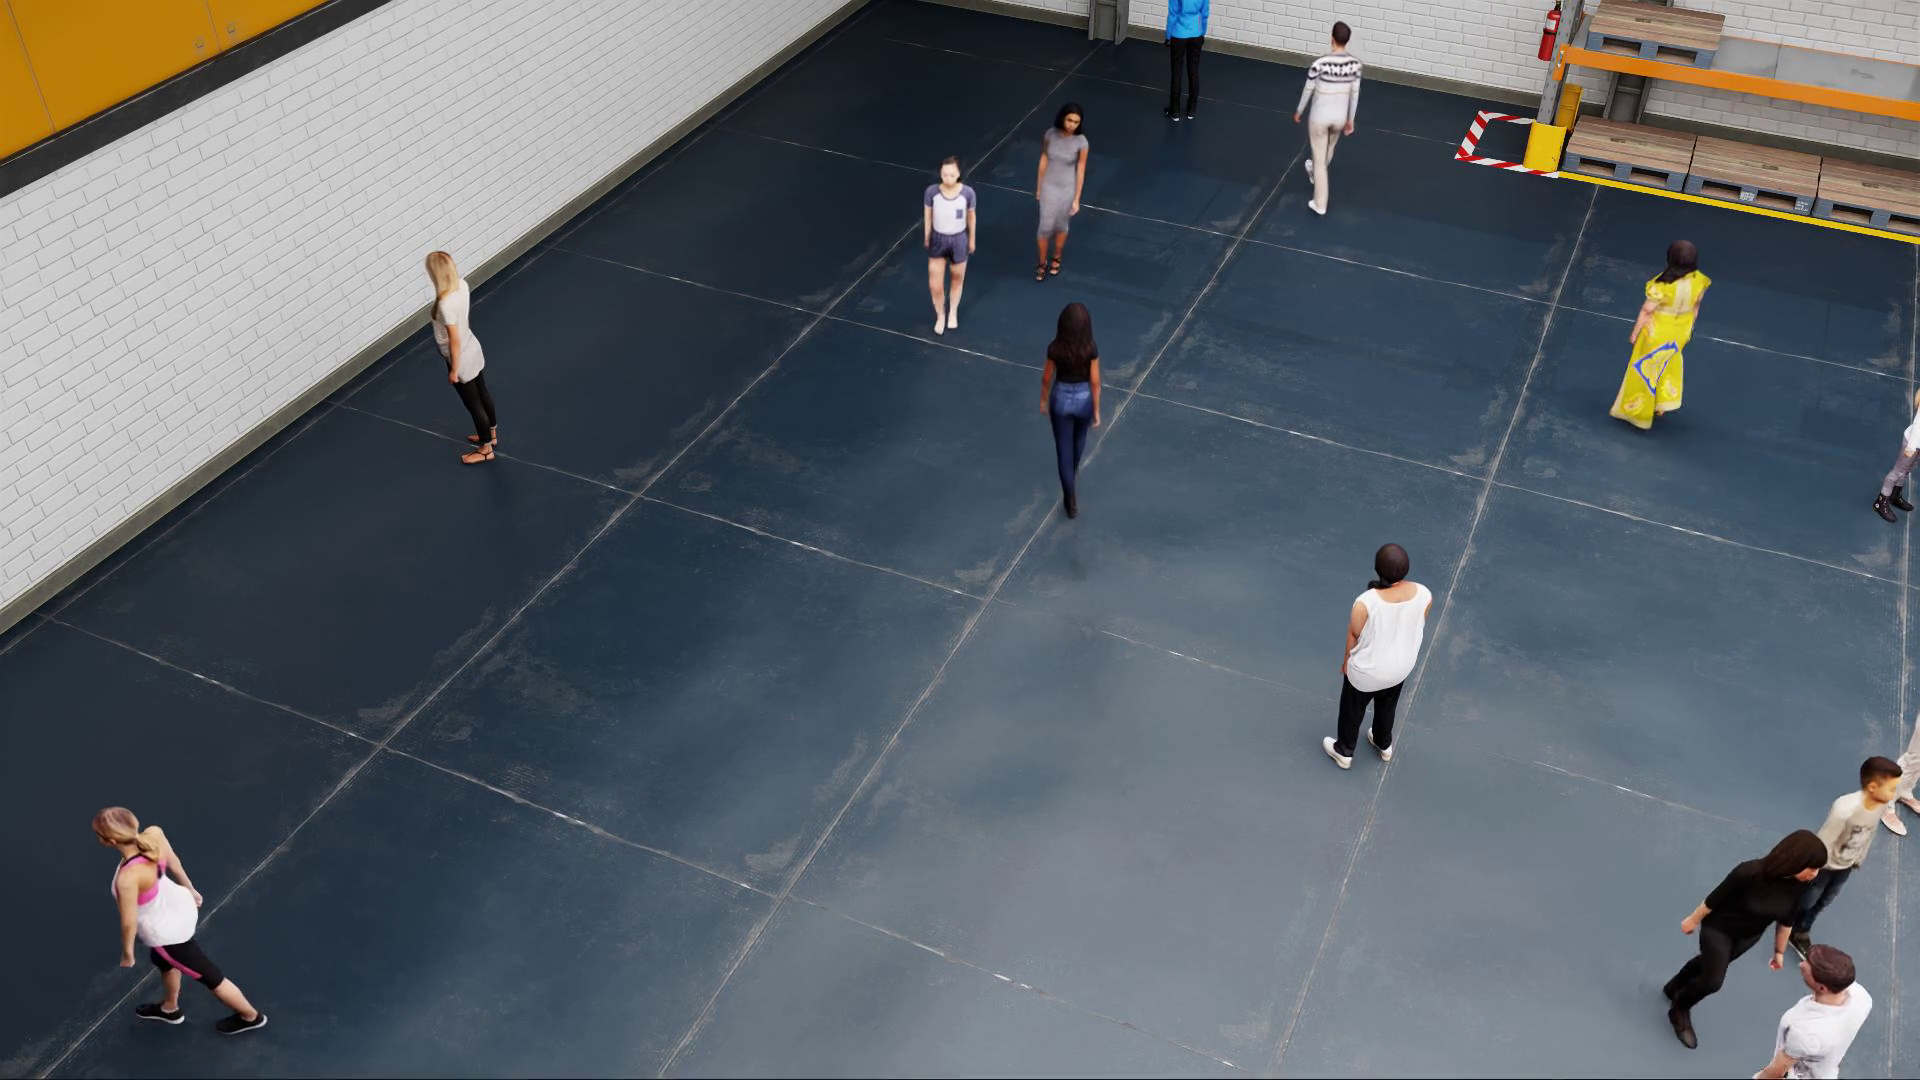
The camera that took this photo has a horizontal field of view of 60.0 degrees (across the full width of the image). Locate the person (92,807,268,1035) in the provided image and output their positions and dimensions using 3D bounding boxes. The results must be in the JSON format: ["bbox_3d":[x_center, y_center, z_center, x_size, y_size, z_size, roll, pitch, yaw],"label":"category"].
[{"bbox_3d":[-3.993,2.015,8.620,1.048,1.762,0.877,-2,39,-3],"label":"person"}]

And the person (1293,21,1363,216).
[{"bbox_3d":[3.598,-4.057,16.177,1.180,1.819,1.185,-9,39,-11],"label":"person"}]

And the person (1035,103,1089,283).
[{"bbox_3d":[0.896,-3.172,15.122,0.639,1.754,0.729,19,42,22],"label":"person"}]

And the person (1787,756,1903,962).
[{"bbox_3d":[4.791,1.716,9.245,0.824,1.449,0.888,-13,40,-16],"label":"person"}]

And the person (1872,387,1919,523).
[{"bbox_3d":[7.180,-0.754,12.475,0.574,1.279,0.614,-24,45,-27],"label":"person"}]

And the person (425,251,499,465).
[{"bbox_3d":[-3.835,-1.424,12.877,0.664,1.823,0.672,0,39,0],"label":"person"}]

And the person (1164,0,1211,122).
[{"bbox_3d":[2.436,-5.399,17.877,0.648,1.795,0.752,-6,39,-7],"label":"person"}]

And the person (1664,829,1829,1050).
[{"bbox_3d":[4.021,2.006,8.756,0.745,1.606,0.813,2,39,3],"label":"person"}]

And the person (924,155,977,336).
[{"bbox_3d":[-0.095,-2.610,14.511,0.661,1.638,0.766,0,39,0],"label":"person"}]

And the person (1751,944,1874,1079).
[{"bbox_3d":[4.006,2.618,7.805,0.798,1.837,0.808,-25,45,-28],"label":"person"}]

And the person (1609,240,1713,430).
[{"bbox_3d":[5.640,-1.588,13.226,0.941,1.644,0.995,-8,39,-10],"label":"person"}]

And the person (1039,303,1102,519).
[{"bbox_3d":[0.834,-0.911,12.325,0.982,1.712,0.927,-2,39,-2],"label":"person"}]

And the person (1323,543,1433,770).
[{"bbox_3d":[2.586,0.717,10.308,0.748,1.683,0.826,-8,39,-10],"label":"person"}]
